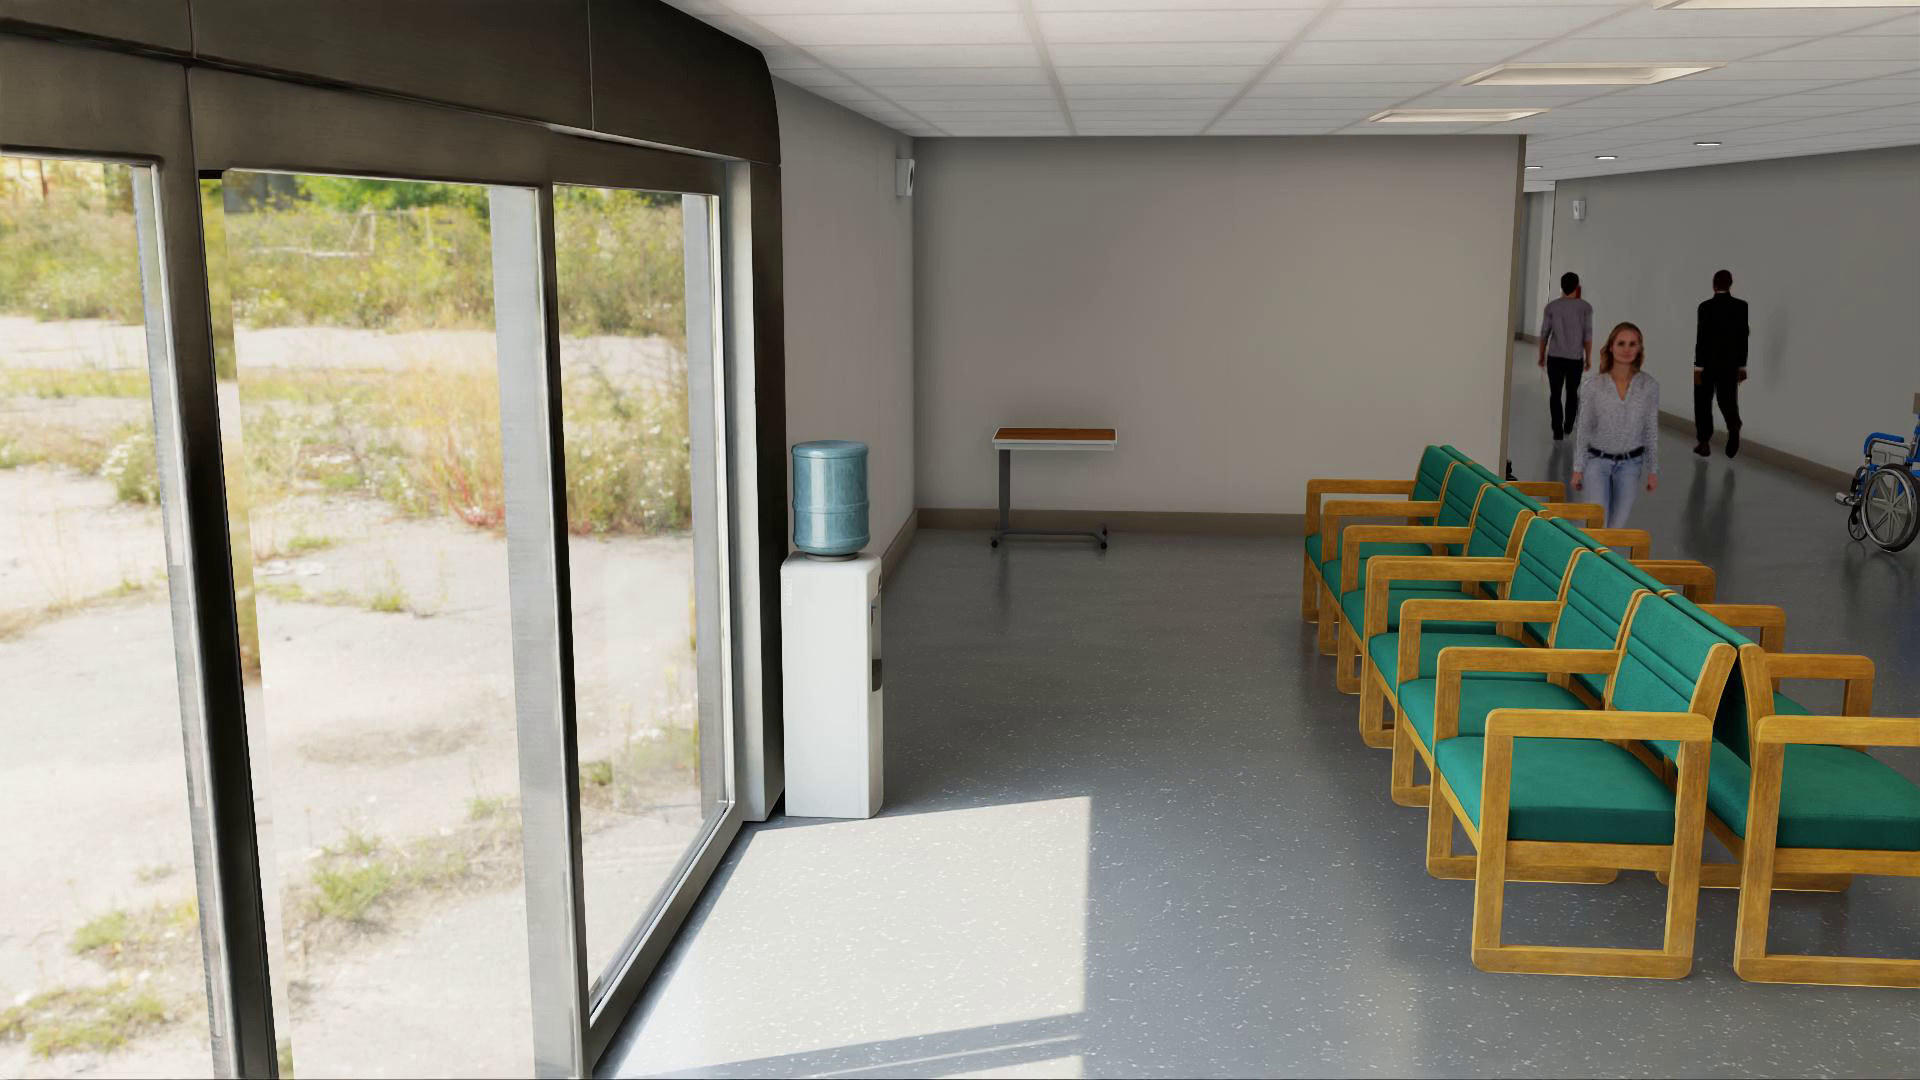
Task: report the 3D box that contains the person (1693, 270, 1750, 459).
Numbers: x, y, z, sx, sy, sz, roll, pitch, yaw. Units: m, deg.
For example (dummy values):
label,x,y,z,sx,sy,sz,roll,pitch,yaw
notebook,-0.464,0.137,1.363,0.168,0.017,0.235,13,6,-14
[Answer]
label,x,y,z,sx,sy,sz,roll,pitch,yaw
person,7.611,-1.724,16.605,1.063,1.879,0.794,1,11,7

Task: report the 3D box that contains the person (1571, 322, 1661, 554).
label,x,y,z,sx,sy,sz,roll,pitch,yaw
person,3.850,-0.394,9.859,0.589,1.782,0.701,2,11,10

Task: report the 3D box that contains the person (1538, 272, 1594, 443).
label,x,y,z,sx,sy,sz,roll,pitch,yaw
person,6.552,-1.955,17.993,0.990,1.815,0.866,3,11,15
